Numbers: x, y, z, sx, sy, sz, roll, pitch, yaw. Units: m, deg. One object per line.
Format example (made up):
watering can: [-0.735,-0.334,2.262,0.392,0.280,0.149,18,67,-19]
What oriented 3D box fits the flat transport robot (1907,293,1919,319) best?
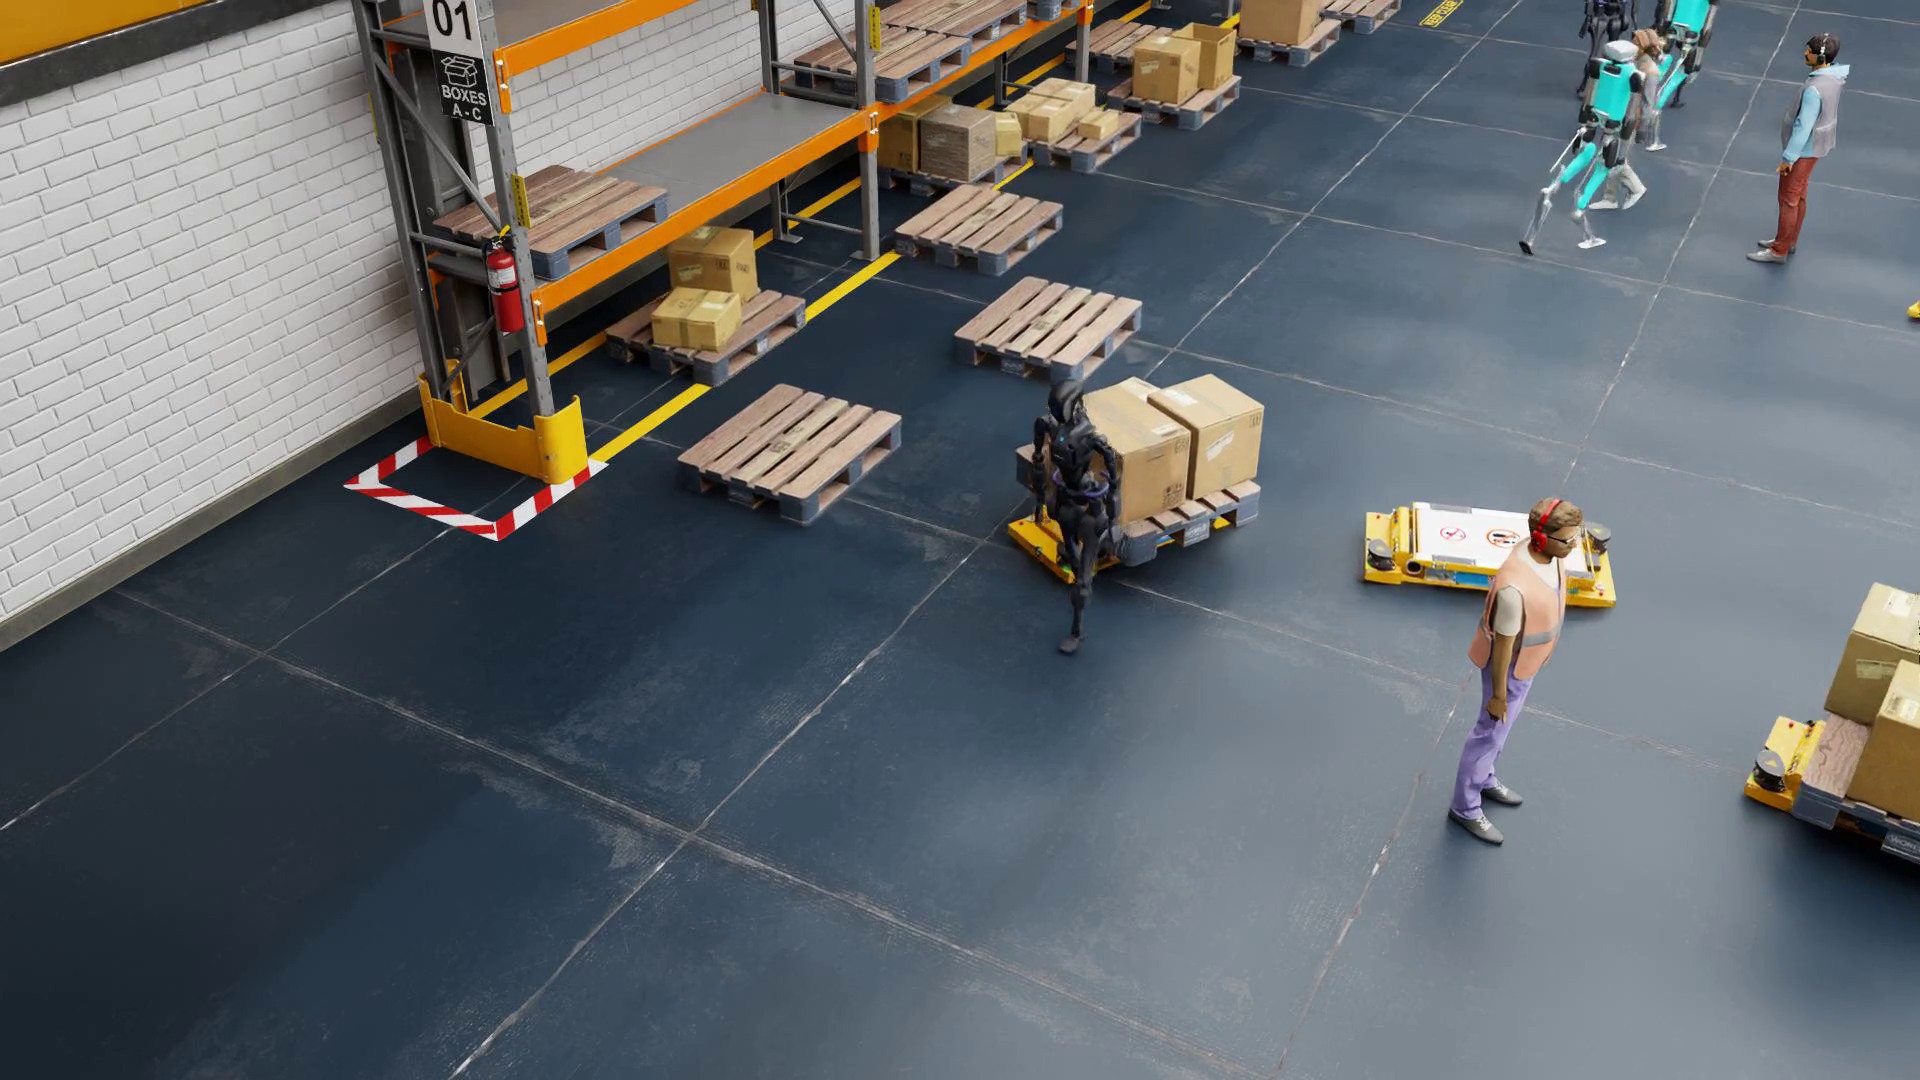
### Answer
flat transport robot: [8.101,-1.939,13.081,1.431,0.231,0.659,-26,42,-34]

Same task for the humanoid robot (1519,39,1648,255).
humanoid robot: [5.031,-3.138,13.592,0.973,1.780,0.534,-17,37,-24]

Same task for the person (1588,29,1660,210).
person: [5.777,-3.602,14.364,0.395,1.623,0.534,0,33,0]

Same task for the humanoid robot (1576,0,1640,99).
humanoid robot: [6.631,-5.307,16.902,0.584,1.653,0.430,-1,33,-2]

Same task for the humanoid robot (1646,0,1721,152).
humanoid robot: [6.533,-4.409,15.551,0.903,1.831,0.556,-22,39,-30]

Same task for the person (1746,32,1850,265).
person: [6.832,-3.156,13.473,0.414,1.871,0.534,22,40,30]

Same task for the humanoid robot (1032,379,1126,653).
humanoid robot: [0.662,-0.181,9.177,0.612,1.620,0.695,25,41,32]

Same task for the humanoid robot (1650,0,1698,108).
humanoid robot: [7.196,-5.133,16.655,0.603,1.665,0.462,26,41,33]

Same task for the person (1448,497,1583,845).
person: [2.593,0.584,7.834,0.375,1.843,0.570,20,38,27]

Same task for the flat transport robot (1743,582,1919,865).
flat transport robot: [4.703,1.297,8.186,1.431,0.231,0.659,22,39,29]

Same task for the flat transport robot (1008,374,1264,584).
flat transport robot: [1.068,-0.162,10.393,1.431,0.231,0.659,-20,38,-27]

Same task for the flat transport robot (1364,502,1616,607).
flat transport robot: [3.179,0.080,10.027,1.431,0.231,0.659,7,34,10]
